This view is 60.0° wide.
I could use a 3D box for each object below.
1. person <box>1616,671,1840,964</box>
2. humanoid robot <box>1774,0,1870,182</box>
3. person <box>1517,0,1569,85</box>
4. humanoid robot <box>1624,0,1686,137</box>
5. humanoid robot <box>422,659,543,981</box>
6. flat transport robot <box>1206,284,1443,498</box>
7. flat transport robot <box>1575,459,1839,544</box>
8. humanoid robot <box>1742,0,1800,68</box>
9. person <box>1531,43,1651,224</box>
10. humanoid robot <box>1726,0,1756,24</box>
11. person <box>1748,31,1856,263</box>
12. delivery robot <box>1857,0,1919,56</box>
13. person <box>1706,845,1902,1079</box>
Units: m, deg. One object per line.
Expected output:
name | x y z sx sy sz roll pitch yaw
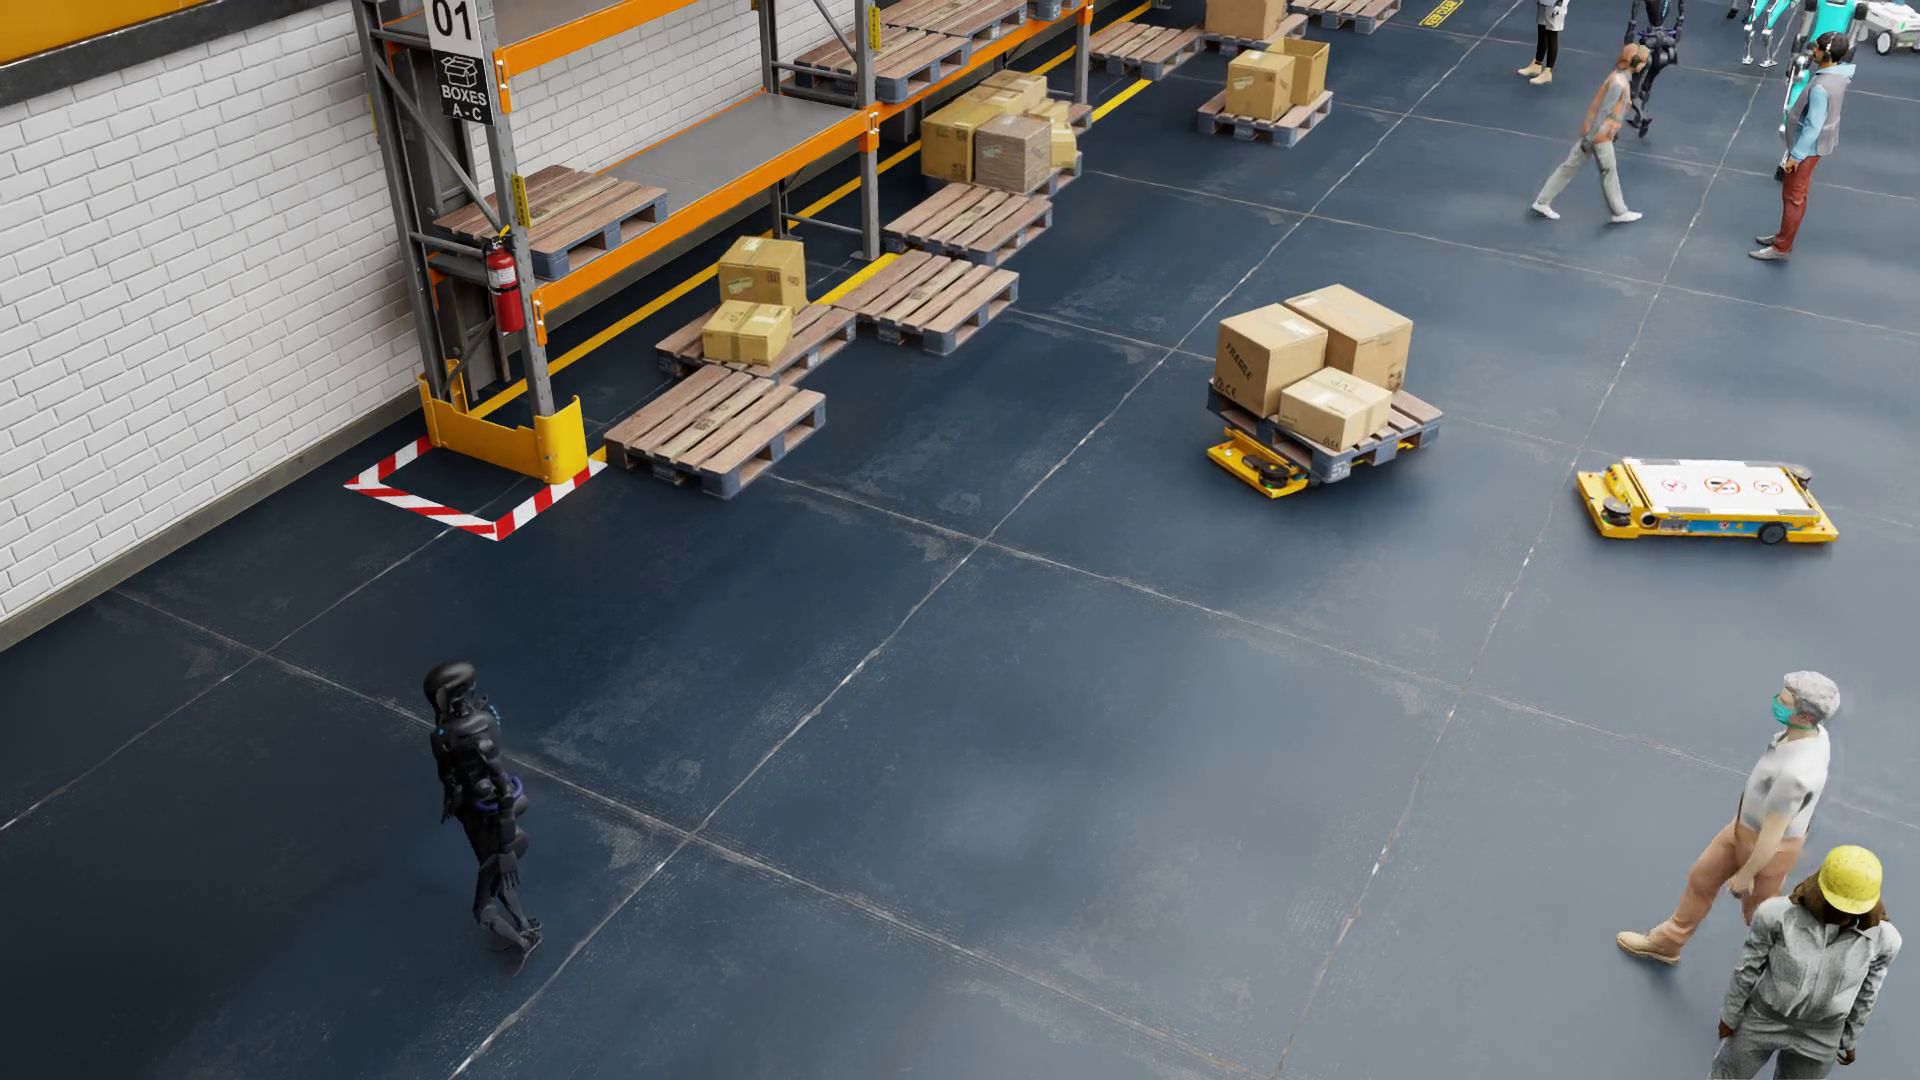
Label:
person | 3.390 1.261 6.931 0.860 1.710 0.488 15 36 21
humanoid robot | 7.690 -4.149 15.109 0.539 1.762 0.969 24 40 31
person | 6.180 -5.636 17.379 0.318 1.696 0.535 -3 34 -5
humanoid robot | 6.736 -4.744 16.064 0.584 1.626 0.635 -4 34 -5
humanoid robot | -2.036 1.170 7.103 0.367 1.643 0.613 -26 42 -34
flat transport robot | 2.423 -0.684 11.183 1.431 0.231 0.659 -20 38 -27
flat transport robot | 4.714 -0.247 10.522 1.431 0.231 0.659 1 33 2
humanoid robot | 8.551 -5.811 17.487 0.533 1.677 0.735 28 43 35
person | 5.469 -3.469 14.208 0.933 1.560 0.518 8 34 12
humanoid robot | 9.181 -6.827 19.194 0.599 1.645 0.349 15 36 22
person | 6.872 -3.176 13.494 0.411 1.879 0.529 20 38 27
delivery robot | 10.450 -5.745 18.593 0.499 0.609 0.807 -5 34 -8
person | 3.053 1.786 6.107 0.492 1.743 0.295 9 34 13
